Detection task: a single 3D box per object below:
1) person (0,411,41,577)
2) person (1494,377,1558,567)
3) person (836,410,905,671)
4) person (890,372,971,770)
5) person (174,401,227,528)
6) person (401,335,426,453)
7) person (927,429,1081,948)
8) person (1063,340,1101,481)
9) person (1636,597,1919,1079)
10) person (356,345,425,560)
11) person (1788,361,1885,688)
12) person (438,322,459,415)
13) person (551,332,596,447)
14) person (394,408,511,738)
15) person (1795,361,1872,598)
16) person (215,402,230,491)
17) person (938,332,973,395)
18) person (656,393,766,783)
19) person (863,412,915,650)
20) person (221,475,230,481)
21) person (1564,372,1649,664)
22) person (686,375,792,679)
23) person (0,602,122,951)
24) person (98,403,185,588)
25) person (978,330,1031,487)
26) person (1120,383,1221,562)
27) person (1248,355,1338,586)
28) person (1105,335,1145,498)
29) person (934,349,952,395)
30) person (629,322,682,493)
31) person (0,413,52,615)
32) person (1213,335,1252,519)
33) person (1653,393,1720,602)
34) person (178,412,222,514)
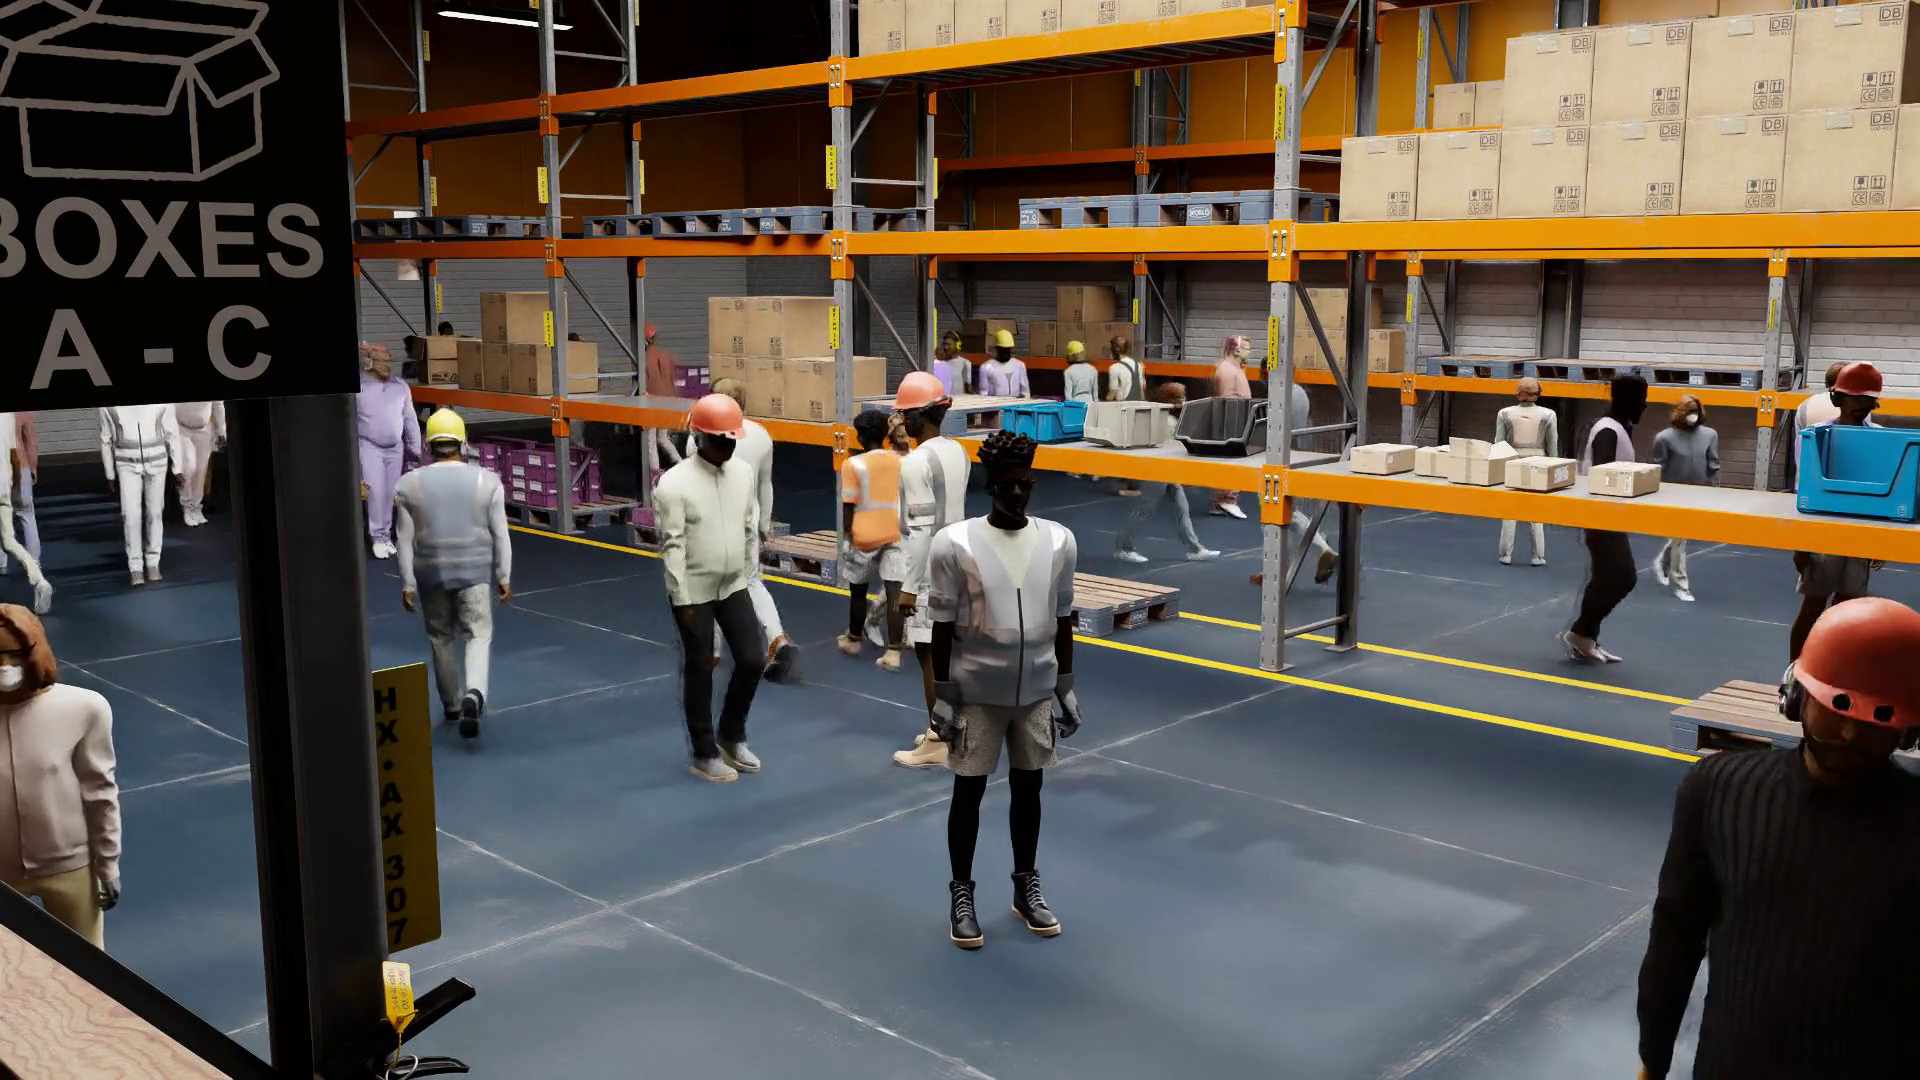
[{"bbox_3d":[-7.985,-0.577,13.891,0.524,1.769,0.315,-9,13,-43],"label":"person"},{"bbox_3d":[4.866,-0.585,14.336,0.523,1.636,0.311,4,10,21],"label":"person"},{"bbox_3d":[-0.565,-0.008,10.733,0.541,1.640,0.813,-5,10,-27],"label":"person"},{"bbox_3d":[-0.176,0.159,8.539,0.395,2.038,0.614,4,10,22],"label":"person"},{"bbox_3d":[-7.615,-1.072,16.560,0.658,1.881,0.665,8,12,40],"label":"person"},{"bbox_3d":[-7.428,-1.992,22.848,0.582,1.664,0.568,-9,13,-43],"label":"person"},{"bbox_3d":[0.172,0.555,6.331,0.603,1.967,0.367,-3,10,-19],"label":"person"},{"bbox_3d":[1.500,-1.565,20.126,0.508,1.702,0.821,-4,10,-22],"label":"person"},{"bbox_3d":[1.643,1.066,3.227,0.665,1.977,0.550,9,13,43],"label":"person"},{"bbox_3d":[-5.090,-0.781,14.773,0.707,1.883,0.675,8,12,40],"label":"person"},{"bbox_3d":[5.086,-0.011,9.577,0.614,2.039,0.384,-3,10,-17],"label":"person"},{"bbox_3d":[-6.887,-1.995,22.302,0.512,1.859,0.313,-8,12,-41],"label":"person"},{"bbox_3d":[-4.517,-1.490,19.297,0.547,1.824,0.654,3,10,20],"label":"person"},{"bbox_3d":[-2.762,0.185,9.090,0.603,1.809,0.758,-3,10,-16],"label":"person"},{"bbox_3d":[6.839,-0.470,13.003,0.429,1.844,0.632,-4,10,-25],"label":"person"},{"bbox_3d":[-8.108,-1.469,18.521,1.050,2.000,0.692,8,12,42],"label":"person"},{"bbox_3d":[-0.149,-1.529,19.556,0.516,1.828,0.848,8,12,40],"label":"person"},{"bbox_3d":[-1.215,0.251,8.225,0.619,1.966,0.474,-9,13,-44],"label":"person"},{"bbox_3d":[-0.413,-0.048,11.047,0.384,1.621,0.538,5,10,27],"label":"person"},{"bbox_3d":[-8.283,-1.498,19.677,0.916,1.715,0.528,-5,10,-27],"label":"person"},{"bbox_3d":[4.196,-0.134,10.765,0.453,1.893,0.627,5,10,26],"label":"person"},{"bbox_3d":[-1.398,-0.076,10.412,0.638,1.910,0.890,-8,12,-41],"label":"person"},{"bbox_3d":[-2.691,0.975,4.818,0.495,1.626,0.285,-4,10,-26],"label":"person"},{"bbox_3d":[-6.583,-0.545,13.416,0.588,1.845,0.887,-5,11,-29],"label":"person"},{"bbox_3d":[0.495,-1.434,18.809,0.605,1.880,0.984,-5,11,-30],"label":"person"},{"bbox_3d":[1.809,-0.577,14.454,0.882,1.575,0.512,2,9,12],"label":"person"},{"bbox_3d":[2.633,-0.535,13.187,0.677,1.915,0.658,7,12,38],"label":"person"},{"bbox_3d":[1.800,-1.385,18.666,0.634,1.819,0.504,8,12,39],"label":"person"},{"bbox_3d":[-0.393,-1.327,18.284,0.624,1.827,0.576,6,11,34],"label":"person"},{"bbox_3d":[-3.404,-1.480,18.804,0.602,1.970,0.646,7,12,37],"label":"person"},{"bbox_3d":[-7.084,-0.333,12.162,0.812,1.848,0.540,4,10,25],"label":"person"},{"bbox_3d":[2.844,-1.154,17.058,0.548,1.882,0.659,3,10,18],"label":"person"},{"bbox_3d":[5.662,-0.365,13.081,0.500,1.608,0.768,-1,9,-6],"label":"person"},{"bbox_3d":[-7.947,-1.225,17.366,0.423,1.927,0.562,5,11,30],"label":"person"}]
